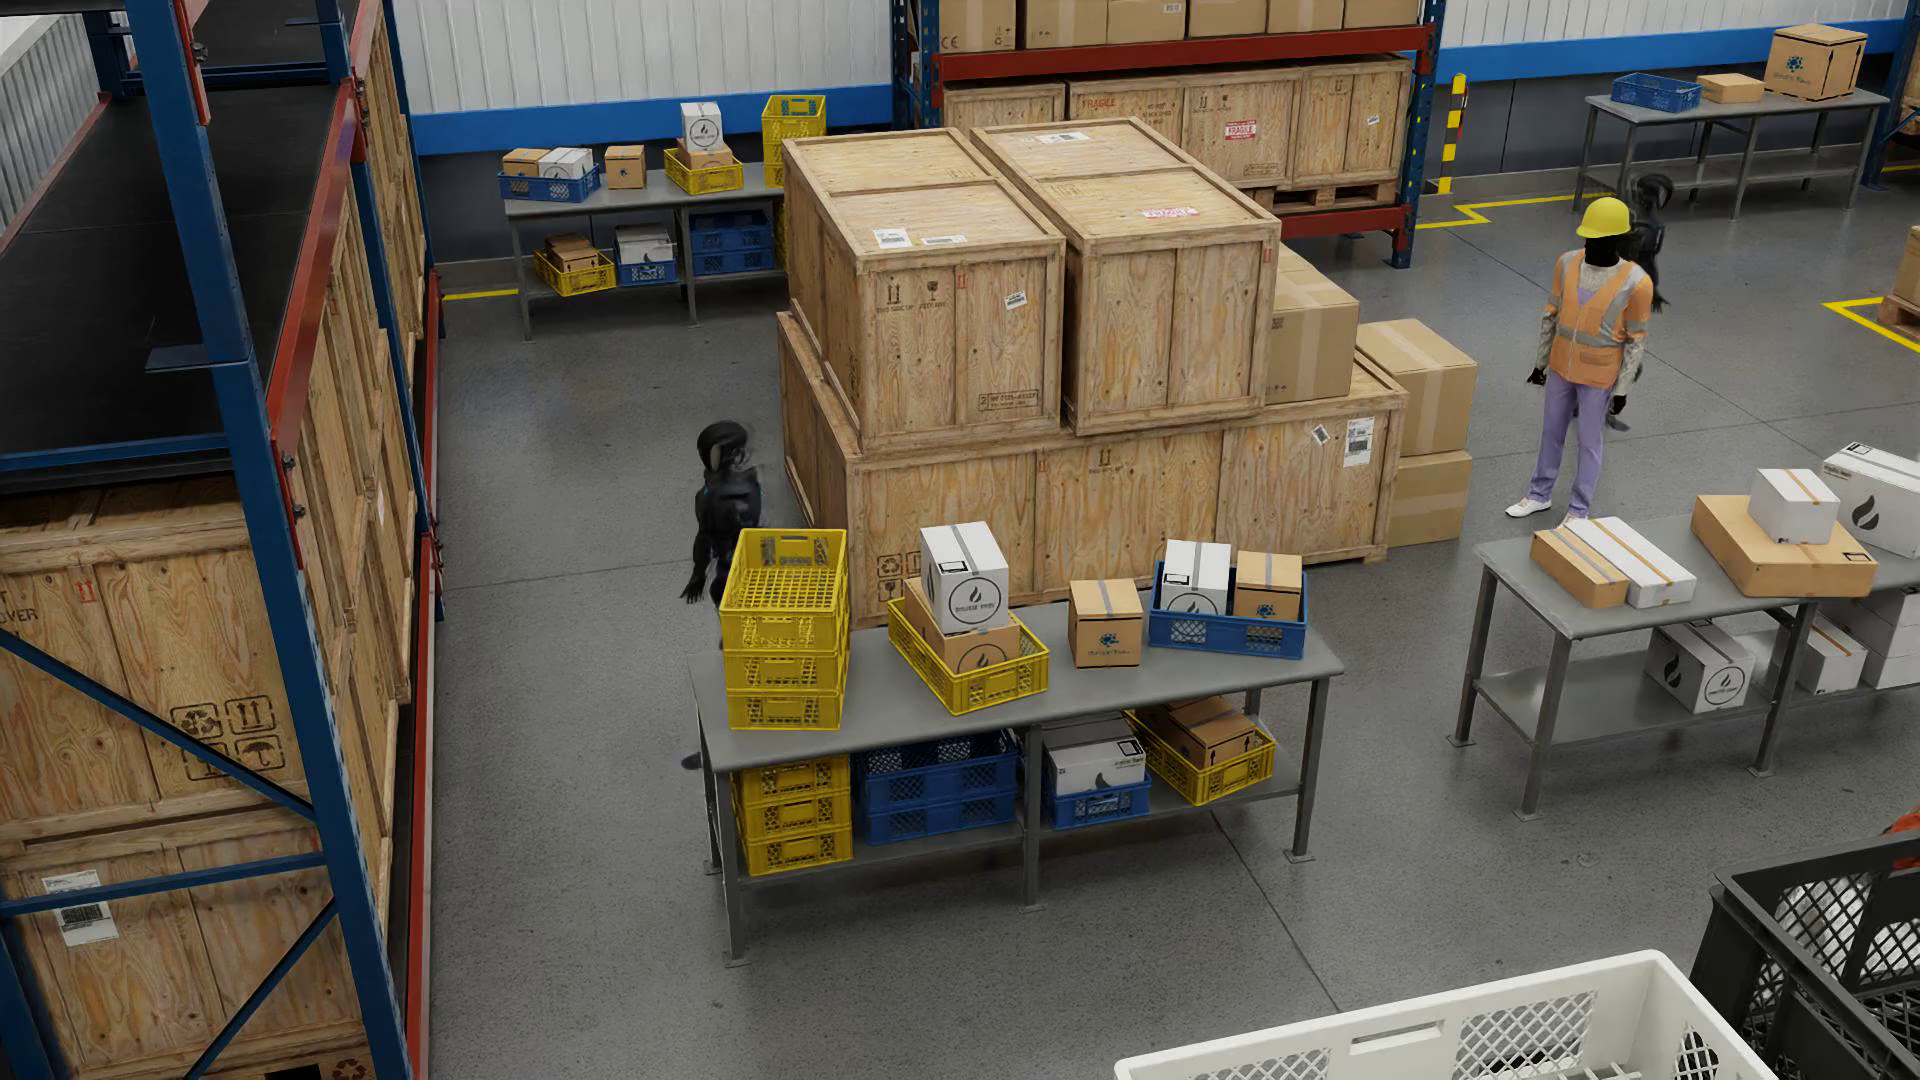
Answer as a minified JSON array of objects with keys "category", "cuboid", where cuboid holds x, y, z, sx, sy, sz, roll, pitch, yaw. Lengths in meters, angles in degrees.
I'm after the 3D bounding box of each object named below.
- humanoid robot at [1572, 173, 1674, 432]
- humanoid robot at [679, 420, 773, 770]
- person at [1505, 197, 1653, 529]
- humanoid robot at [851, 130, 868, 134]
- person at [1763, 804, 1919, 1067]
[{"category":"humanoid robot","cuboid":[4.180,-1.478,10.351,0.521,1.642,0.577,11,31,19]},{"category":"humanoid robot","cuboid":[-0.956,0.209,7.298,0.650,1.639,0.578,-10,30,-18]},{"category":"person","cuboid":[3.395,-0.933,9.091,0.373,1.925,0.593,-20,35,-32]},{"category":"humanoid robot","cuboid":[-0.638,-1.931,11.161,0.337,1.651,0.569,23,36,35]},{"category":"person","cuboid":[2.479,1.541,4.664,0.648,1.861,0.585,-16,33,-26]}]
